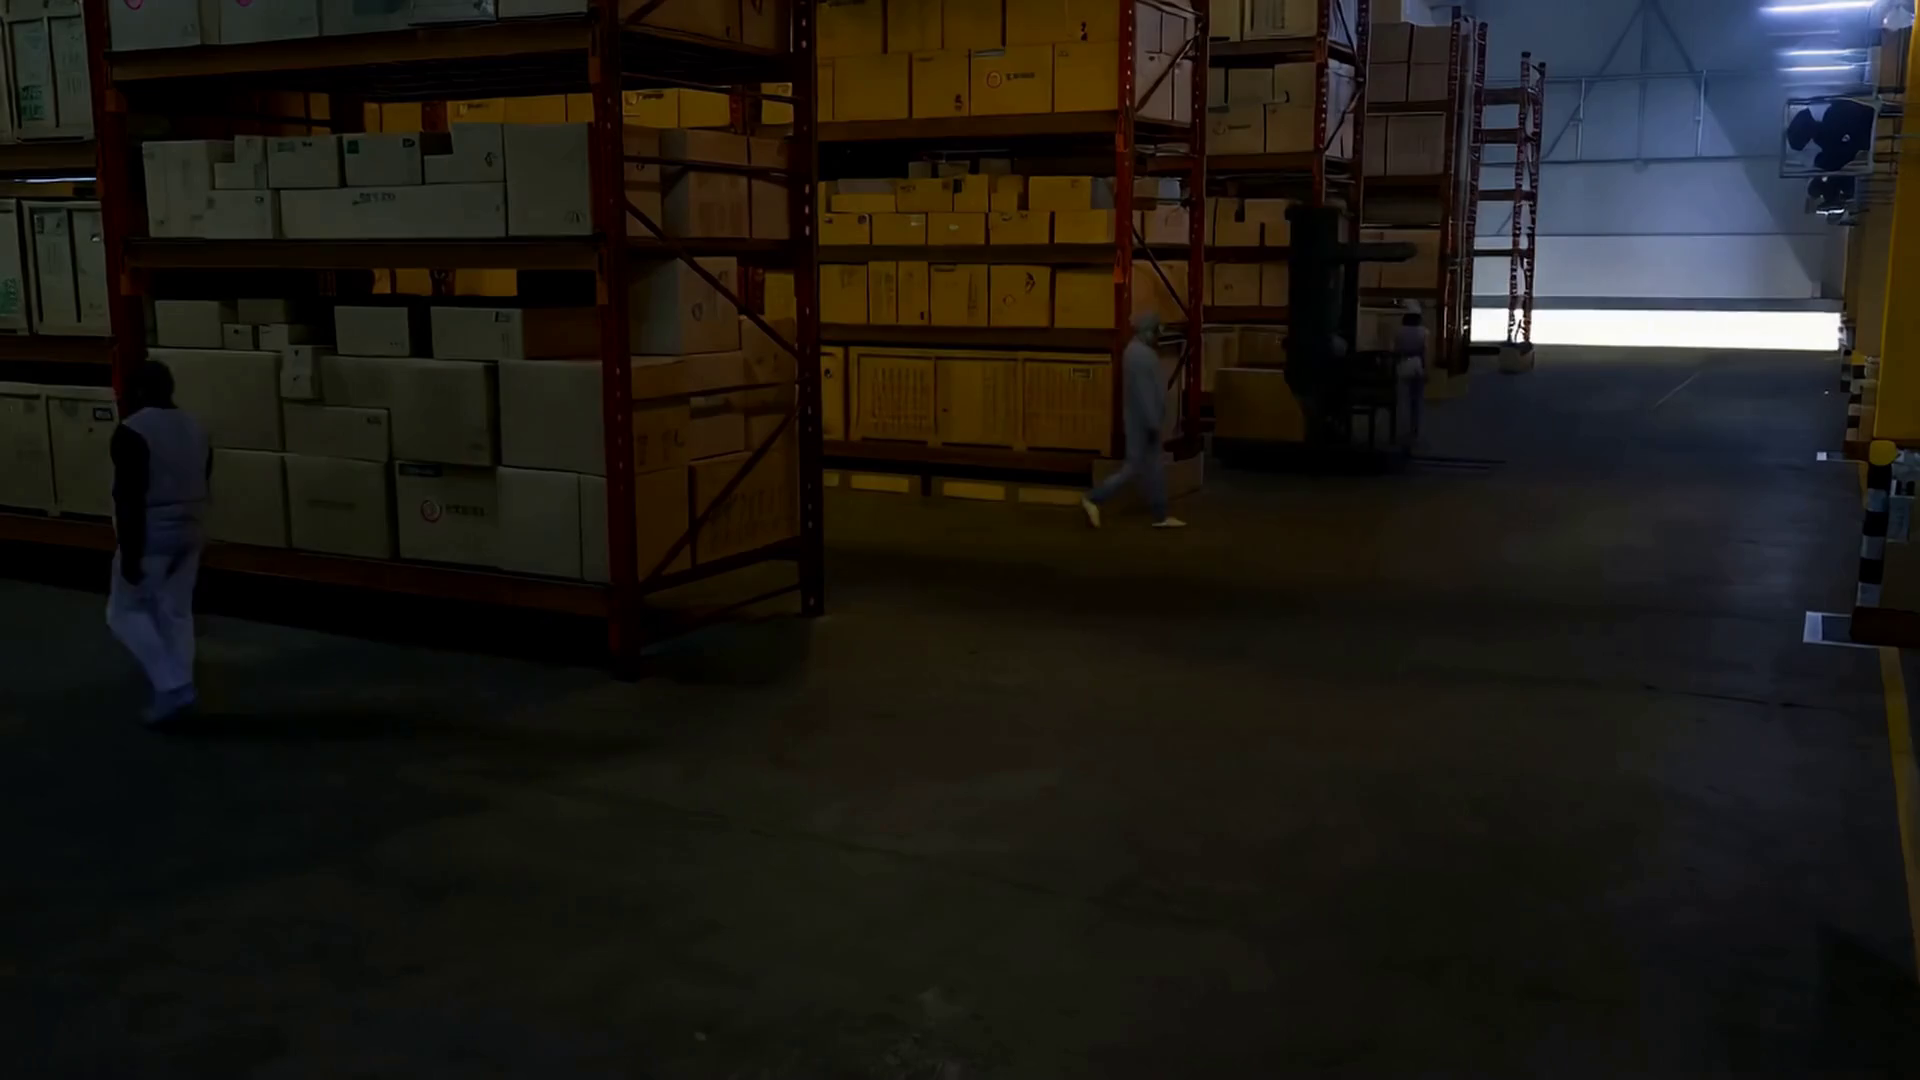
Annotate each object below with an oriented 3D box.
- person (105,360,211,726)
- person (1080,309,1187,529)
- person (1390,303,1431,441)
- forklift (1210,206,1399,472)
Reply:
[{"bbox_3d":[-3.942,0.028,8.188,0.443,1.812,0.669,2,10,10],"label":"person"},{"bbox_3d":[1.476,-1.004,14.002,0.855,1.868,0.672,0,10,2],"label":"person"},{"bbox_3d":[5.641,-2.108,20.819,0.501,1.696,0.903,4,11,23],"label":"person"},{"bbox_3d":[3.806,-2.230,18.154,1.873,2.768,1.129,5,11,27],"label":"forklift"}]
